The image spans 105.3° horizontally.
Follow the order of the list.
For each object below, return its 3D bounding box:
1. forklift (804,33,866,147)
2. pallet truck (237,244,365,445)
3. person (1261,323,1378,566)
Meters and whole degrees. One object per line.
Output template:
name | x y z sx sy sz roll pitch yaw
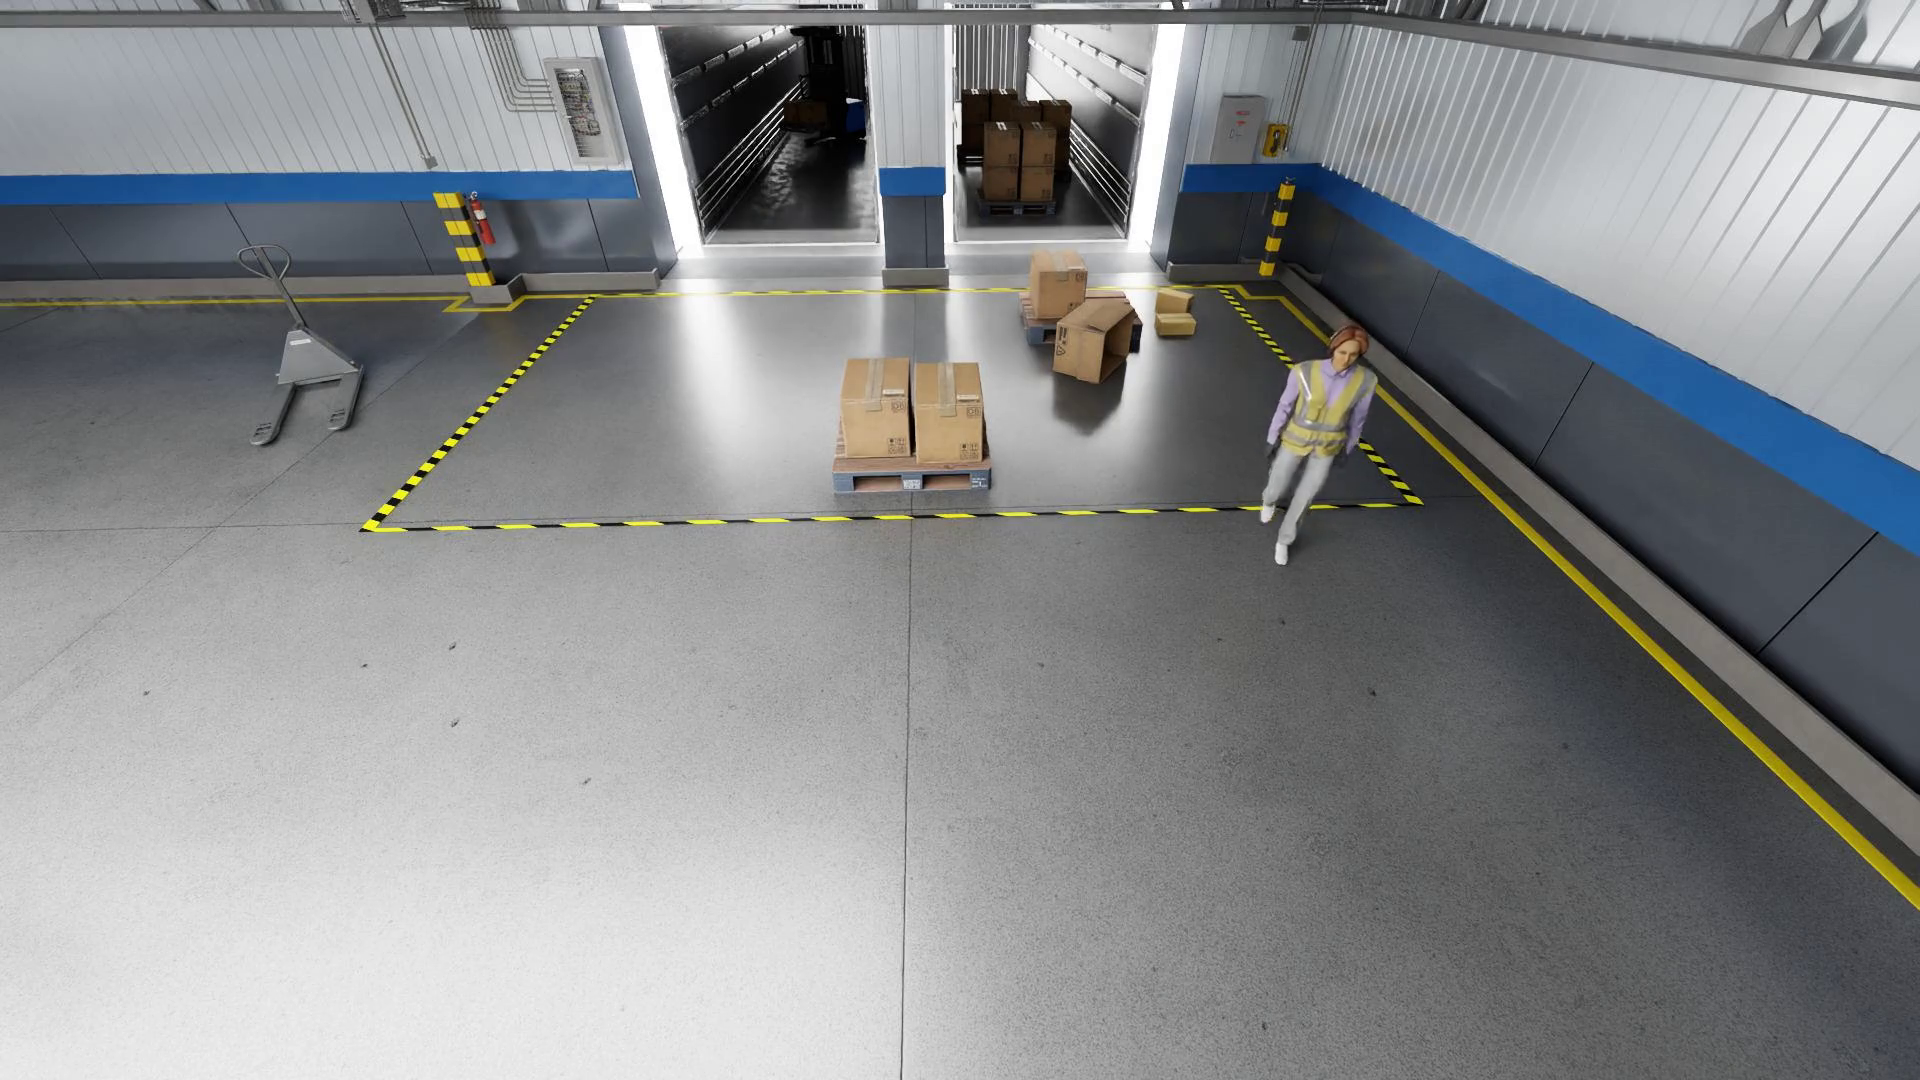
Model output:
forklift | -2.628 -9.748 15.821 0.716 2.013 0.776 19 42 23
pallet truck | -5.915 -1.733 6.366 0.680 1.201 1.601 -18 42 -21
person | 2.207 -0.617 4.647 0.522 1.618 0.560 10 40 12
